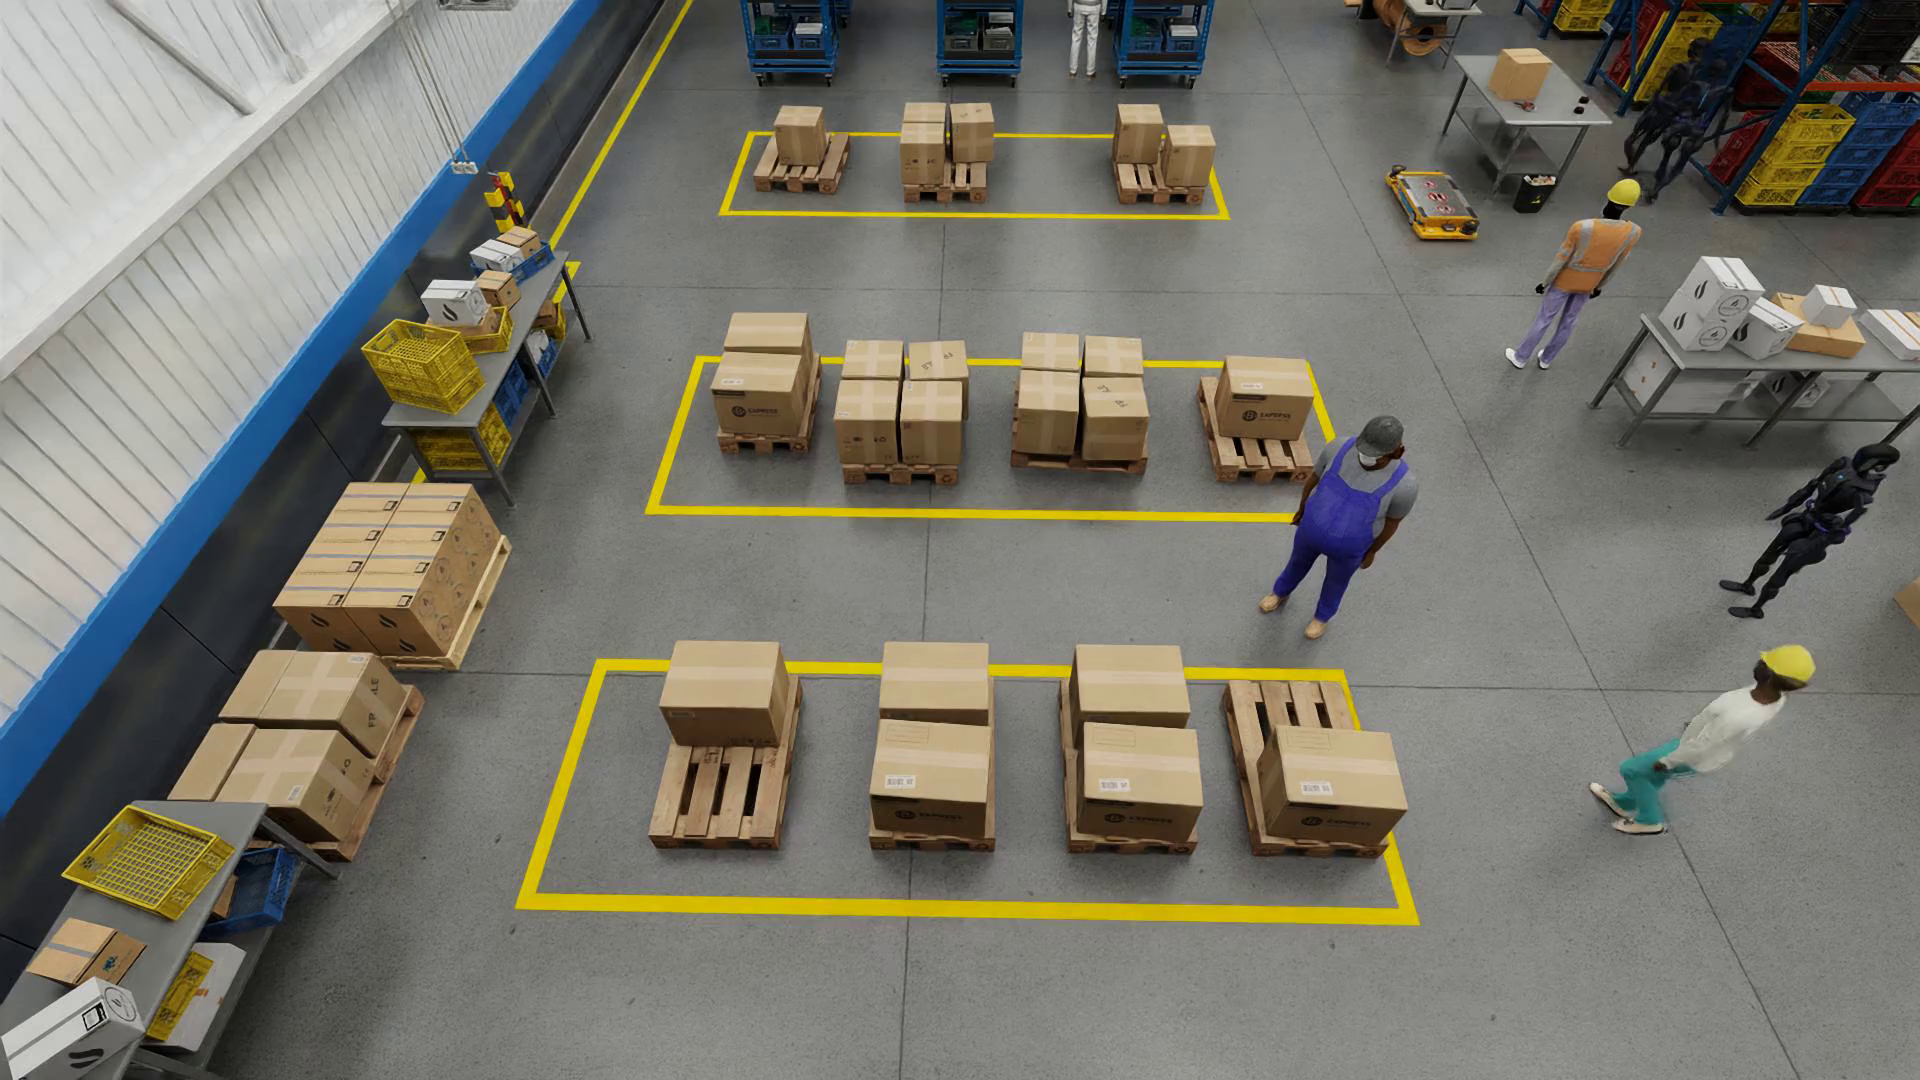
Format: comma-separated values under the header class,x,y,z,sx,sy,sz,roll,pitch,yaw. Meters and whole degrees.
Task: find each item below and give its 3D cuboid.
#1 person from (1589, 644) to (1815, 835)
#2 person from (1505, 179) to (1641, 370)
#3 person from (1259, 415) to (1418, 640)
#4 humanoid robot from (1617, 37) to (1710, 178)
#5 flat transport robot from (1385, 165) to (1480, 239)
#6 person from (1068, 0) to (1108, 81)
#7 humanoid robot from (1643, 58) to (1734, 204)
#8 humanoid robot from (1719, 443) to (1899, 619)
class,x,y,z,sx,sy,sz,roll,pitch,yaw
person,4.419,1.244,5.484,0.569,1.732,0.423,-24,53,-19
person,5.723,-2.421,8.532,0.586,1.927,0.367,5,49,4
person,2.638,-0.065,6.419,0.682,2.000,0.539,35,58,27
humanoid robot,8.495,-5.222,11.119,0.586,1.637,0.419,-13,50,-11
flat transport robot,5.692,-4.094,11.059,0.652,0.197,1.431,1,49,1
person,1.801,-7.512,12.969,0.572,1.882,0.356,13,50,11
humanoid robot,8.521,-4.733,10.719,0.500,1.634,0.663,-35,58,-27
humanoid robot,6.148,-0.073,6.663,0.356,1.648,0.575,12,50,10
